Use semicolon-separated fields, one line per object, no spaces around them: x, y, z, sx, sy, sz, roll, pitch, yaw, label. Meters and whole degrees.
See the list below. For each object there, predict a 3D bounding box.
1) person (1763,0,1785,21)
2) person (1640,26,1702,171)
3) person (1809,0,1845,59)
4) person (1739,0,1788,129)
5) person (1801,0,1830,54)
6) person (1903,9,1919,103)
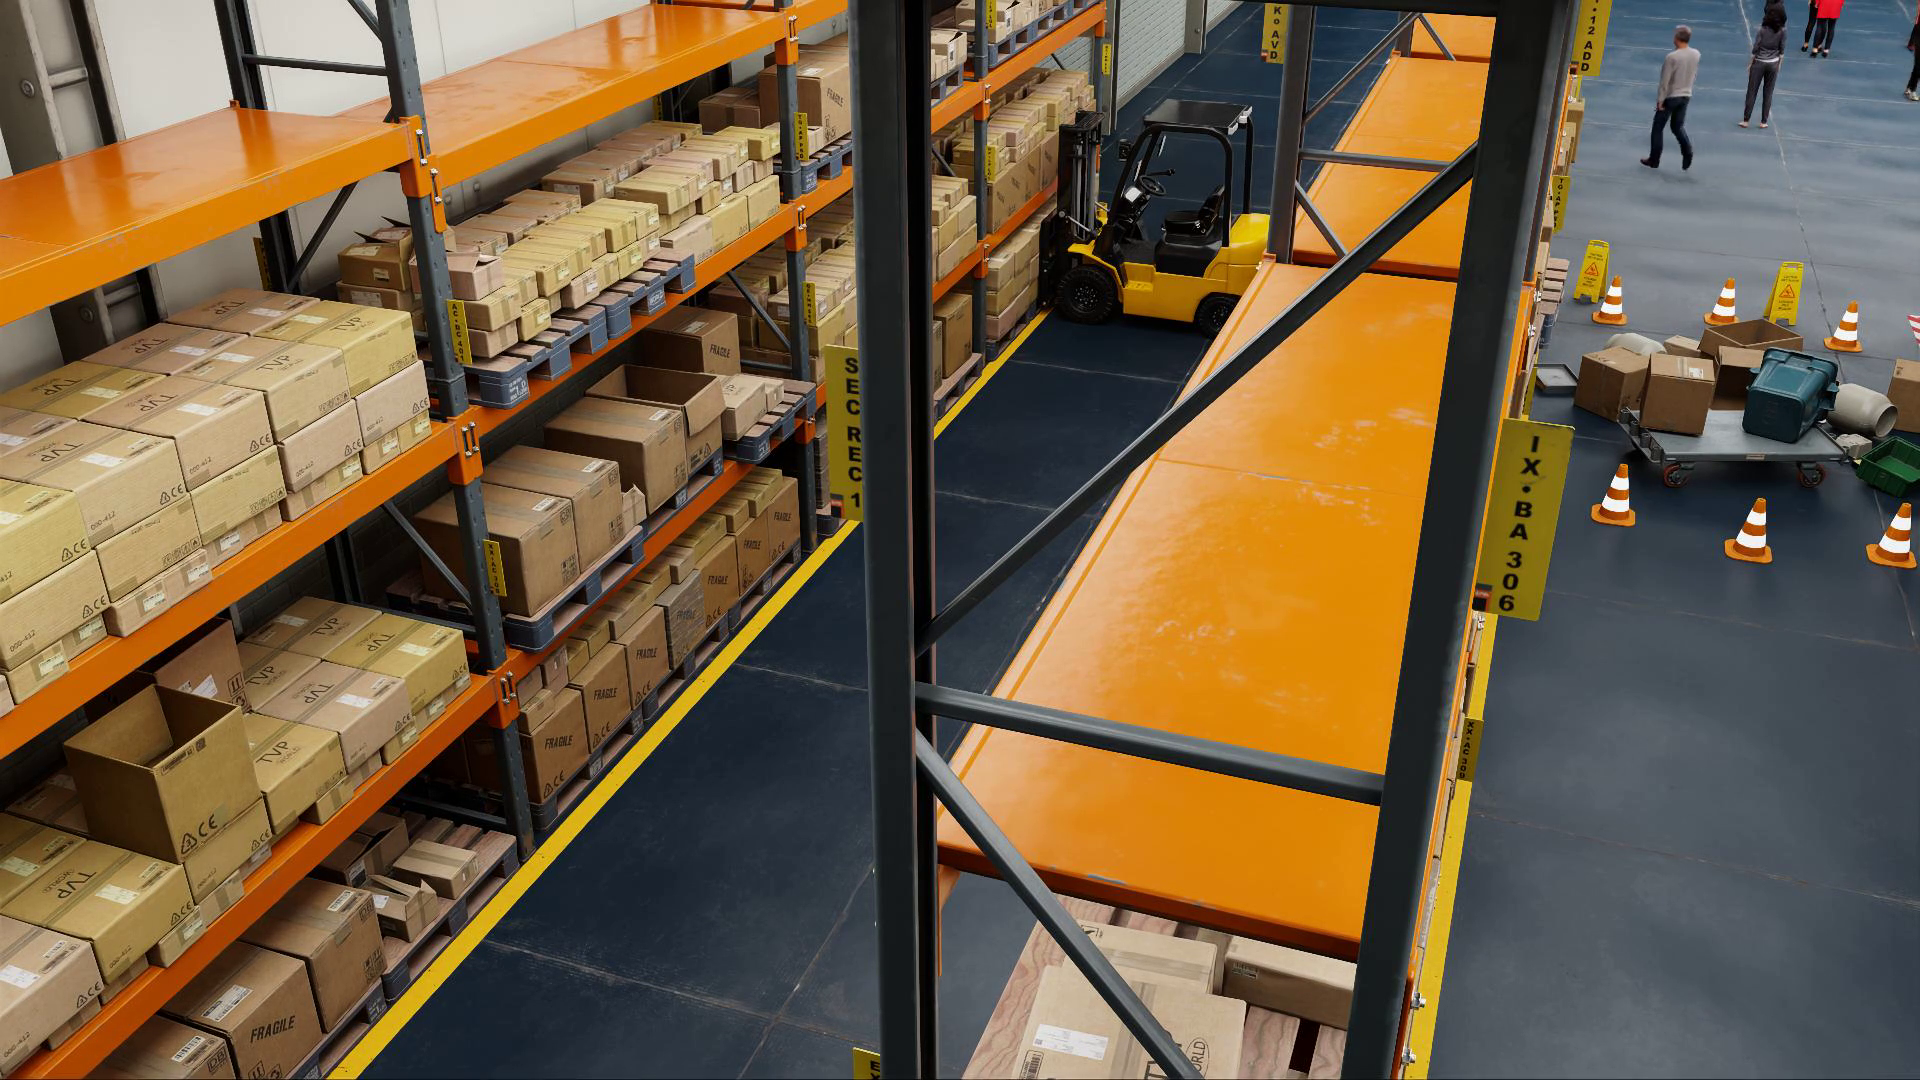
15.033;-10.094;30.568;0.614;1.460;0.573;3;28;6;person
9.564;-5.836;22.116;1.079;1.888;1.189;-9;29;-16;person
14.947;-9.178;28.543;0.631;1.748;0.640;6;29;11;person
11.758;-6.922;24.289;0.611;1.764;0.523;8;29;14;person
15.045;-9.405;29.005;0.629;1.712;0.569;15;31;26;person
14.969;-7.766;25.850;0.836;1.786;0.974;-1;28;-1;person
